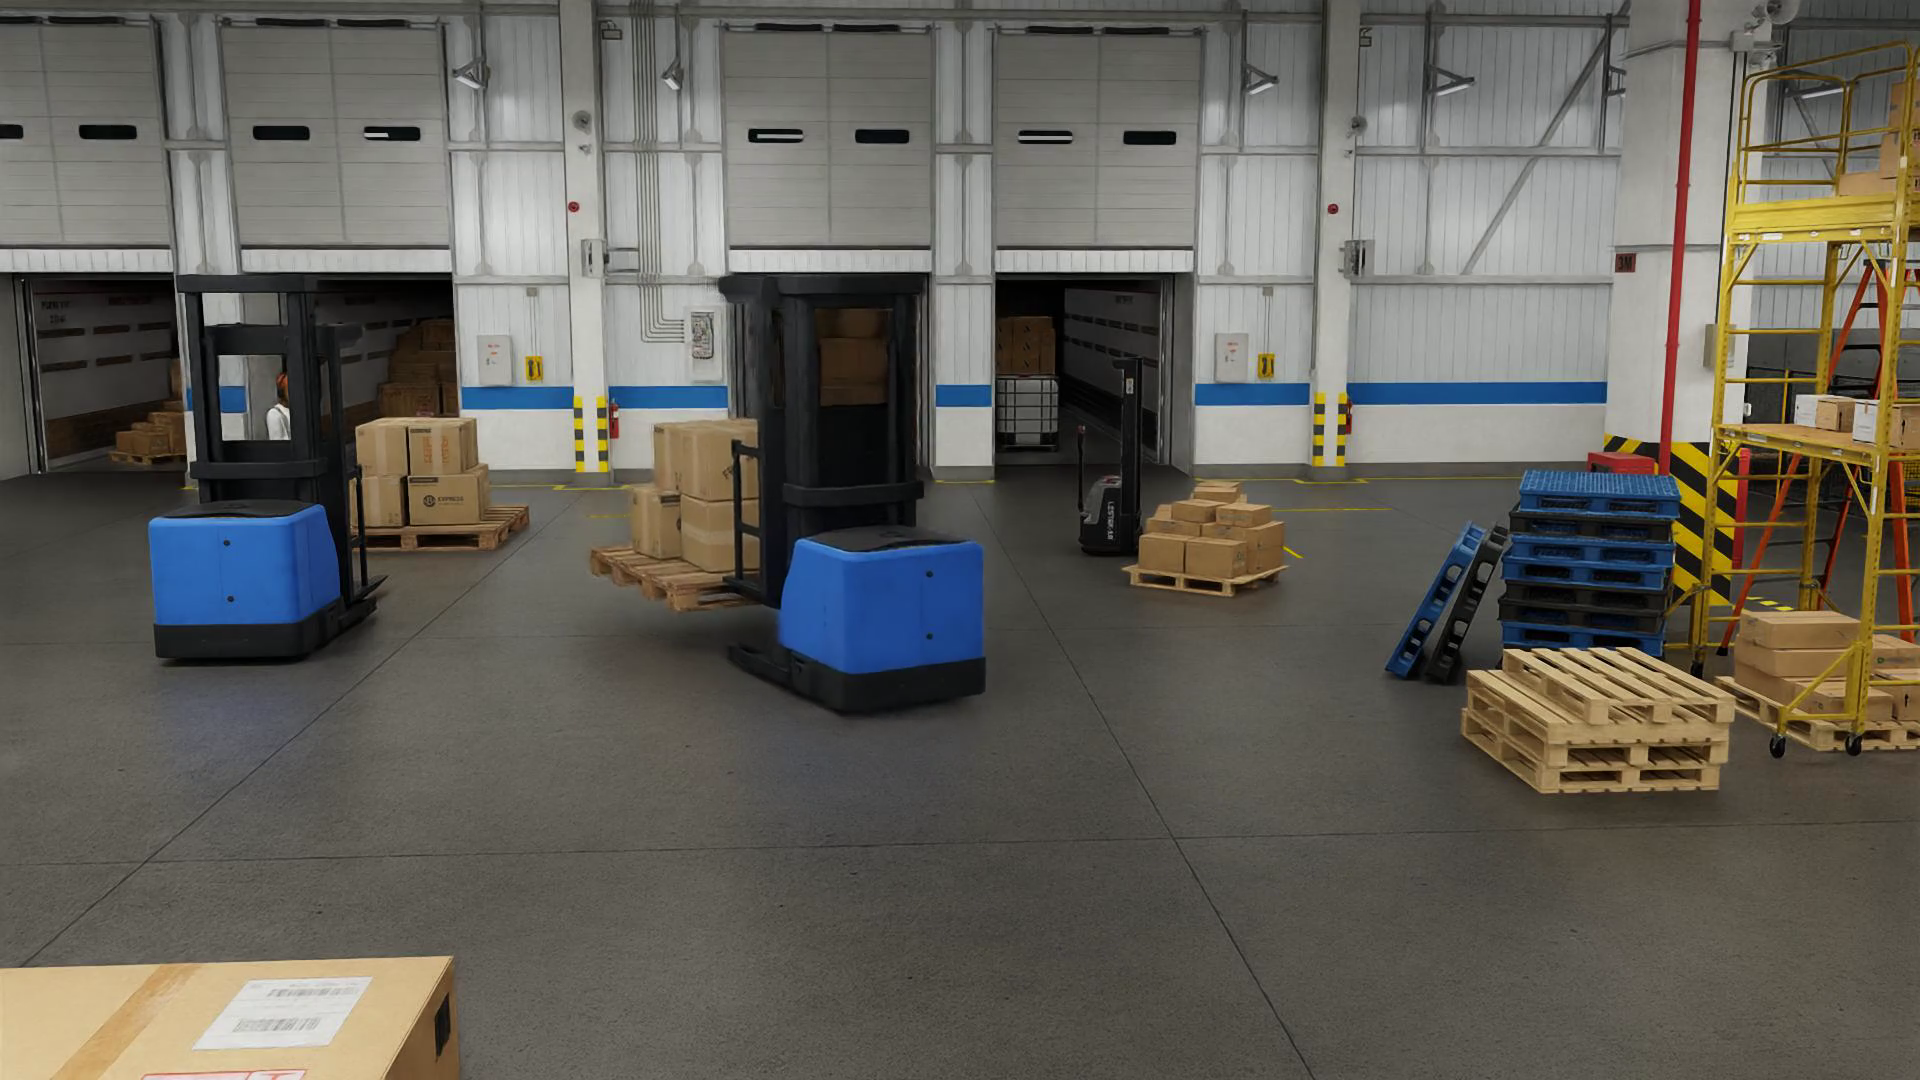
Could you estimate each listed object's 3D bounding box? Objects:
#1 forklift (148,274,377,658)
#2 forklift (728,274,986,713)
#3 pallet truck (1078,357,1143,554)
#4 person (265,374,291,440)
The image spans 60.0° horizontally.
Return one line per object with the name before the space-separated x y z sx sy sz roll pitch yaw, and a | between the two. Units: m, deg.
forklift | -5.348 -0.627 12.681 1.129 2.768 1.873 -1 9 -4
forklift | -0.718 -0.404 11.284 1.129 2.768 1.873 -5 11 -30
pallet truck | 2.088 -0.836 16.757 1.885 1.965 0.823 2 9 13
person | -6.416 -0.645 15.910 0.353 1.886 0.572 -1 9 -3
